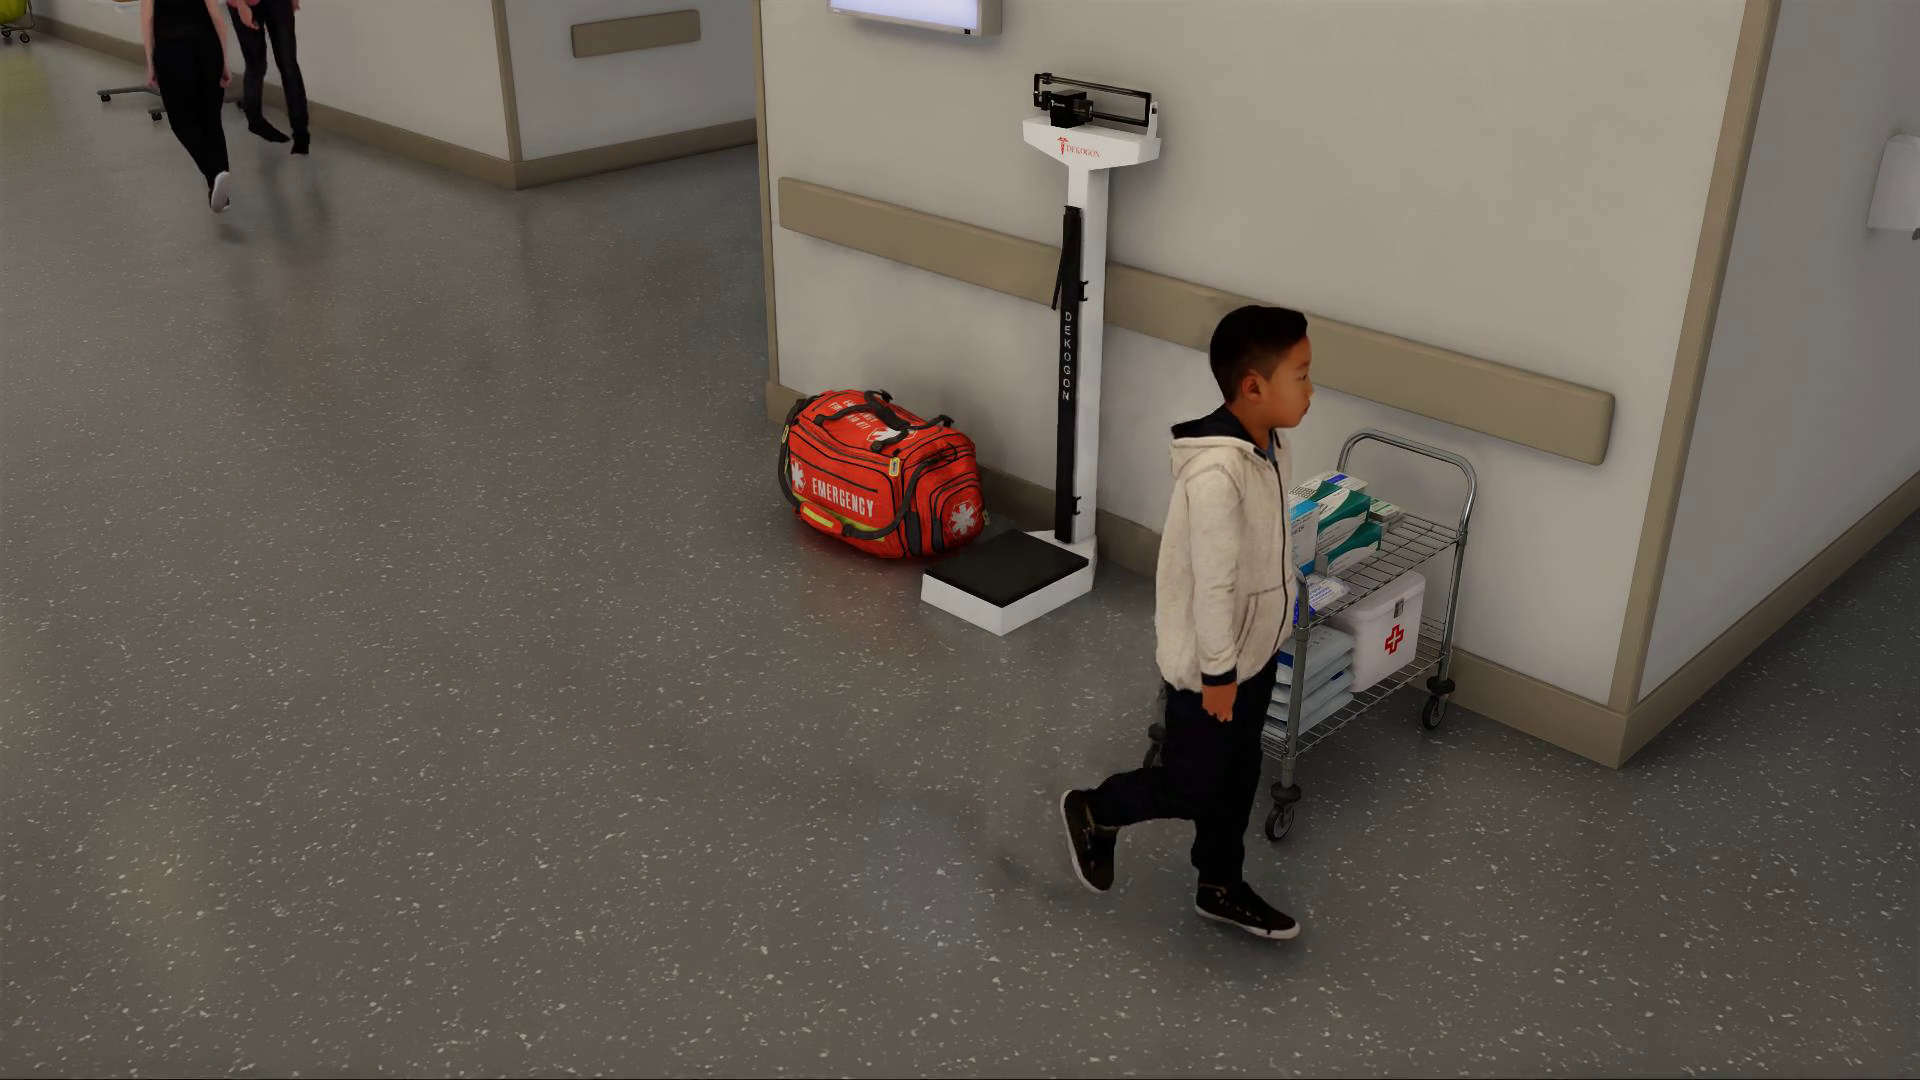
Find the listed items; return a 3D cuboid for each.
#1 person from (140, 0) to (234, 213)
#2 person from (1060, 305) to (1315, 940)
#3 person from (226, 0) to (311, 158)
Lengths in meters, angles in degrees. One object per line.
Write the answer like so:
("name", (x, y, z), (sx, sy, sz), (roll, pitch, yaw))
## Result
("person", (-4.163, -2.598, 9.014), (0.667, 1.729, 0.978), (-18, 31, -33))
("person", (0.491, 0.207, 3.532), (0.860, 1.439, 0.705), (15, 29, 28))
("person", (-4.411, -3.388, 10.439), (0.779, 1.915, 1.160), (-22, 33, -38))
